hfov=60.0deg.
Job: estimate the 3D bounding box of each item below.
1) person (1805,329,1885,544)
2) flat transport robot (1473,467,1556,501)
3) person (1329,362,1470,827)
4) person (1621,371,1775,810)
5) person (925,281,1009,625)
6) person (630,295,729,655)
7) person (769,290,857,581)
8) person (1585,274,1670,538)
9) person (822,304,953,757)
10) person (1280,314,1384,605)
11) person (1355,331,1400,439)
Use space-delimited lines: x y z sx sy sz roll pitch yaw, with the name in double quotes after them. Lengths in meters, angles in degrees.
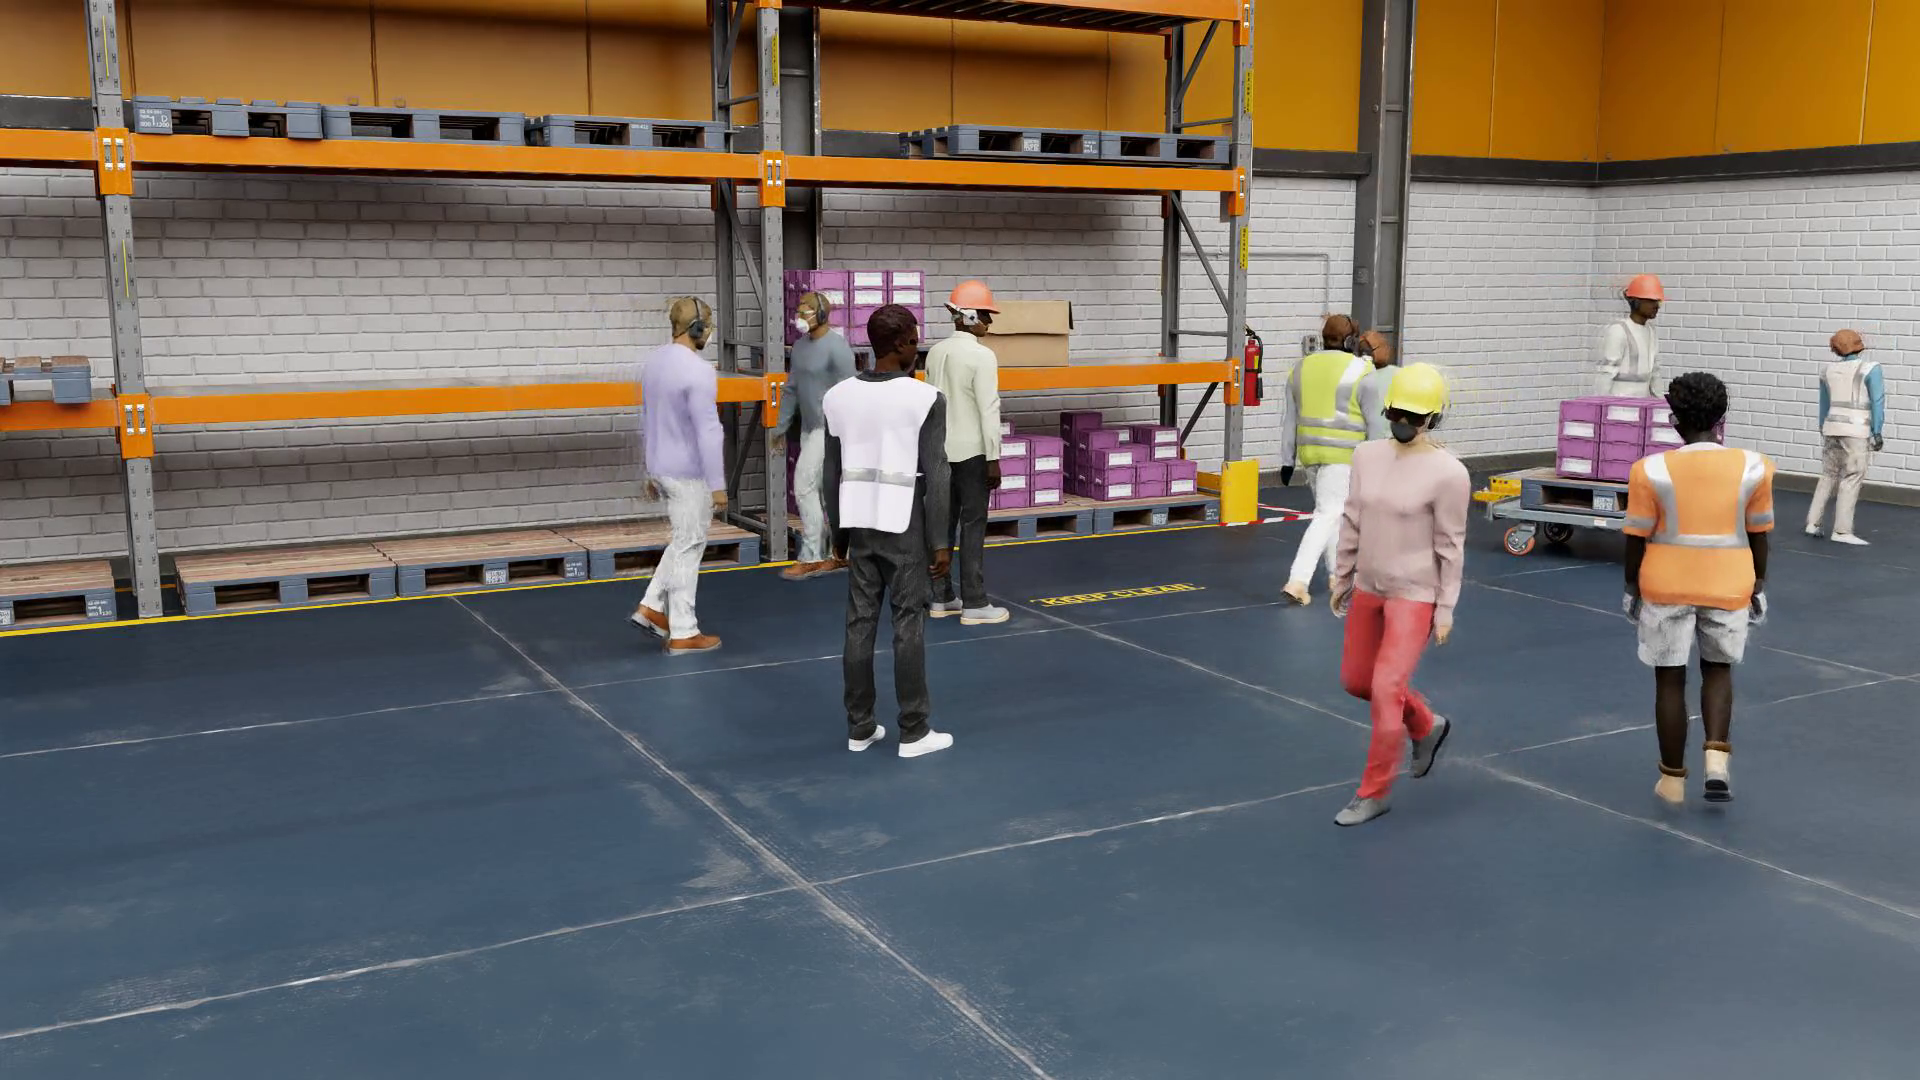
6.640 -0.766 12.486 0.357 1.616 0.563 -3 10 -18 "person"
5.211 -0.481 14.790 0.652 0.197 1.431 9 13 43 "flat transport robot"
1.680 0.193 6.206 0.581 1.735 0.552 -6 11 -33 "person"
2.791 0.197 6.344 0.545 1.680 0.367 2 9 10 "person"
0.038 -0.509 9.726 0.392 1.989 0.617 -7 12 -37 "person"
-1.456 -0.333 8.867 0.432 1.923 0.650 -6 11 -34 "person"
-1.020 -0.692 11.069 0.743 1.910 0.635 -5 11 -28 "person"
5.261 -1.018 12.776 0.918 2.005 0.620 9 13 44 "person"
-0.313 -0.033 7.060 0.590 1.916 0.391 5 11 28 "person"
2.281 -0.505 10.350 0.951 1.799 0.632 -8 12 -39 "person"
3.011 -0.711 12.102 0.524 1.609 0.503 9 13 42 "person"
